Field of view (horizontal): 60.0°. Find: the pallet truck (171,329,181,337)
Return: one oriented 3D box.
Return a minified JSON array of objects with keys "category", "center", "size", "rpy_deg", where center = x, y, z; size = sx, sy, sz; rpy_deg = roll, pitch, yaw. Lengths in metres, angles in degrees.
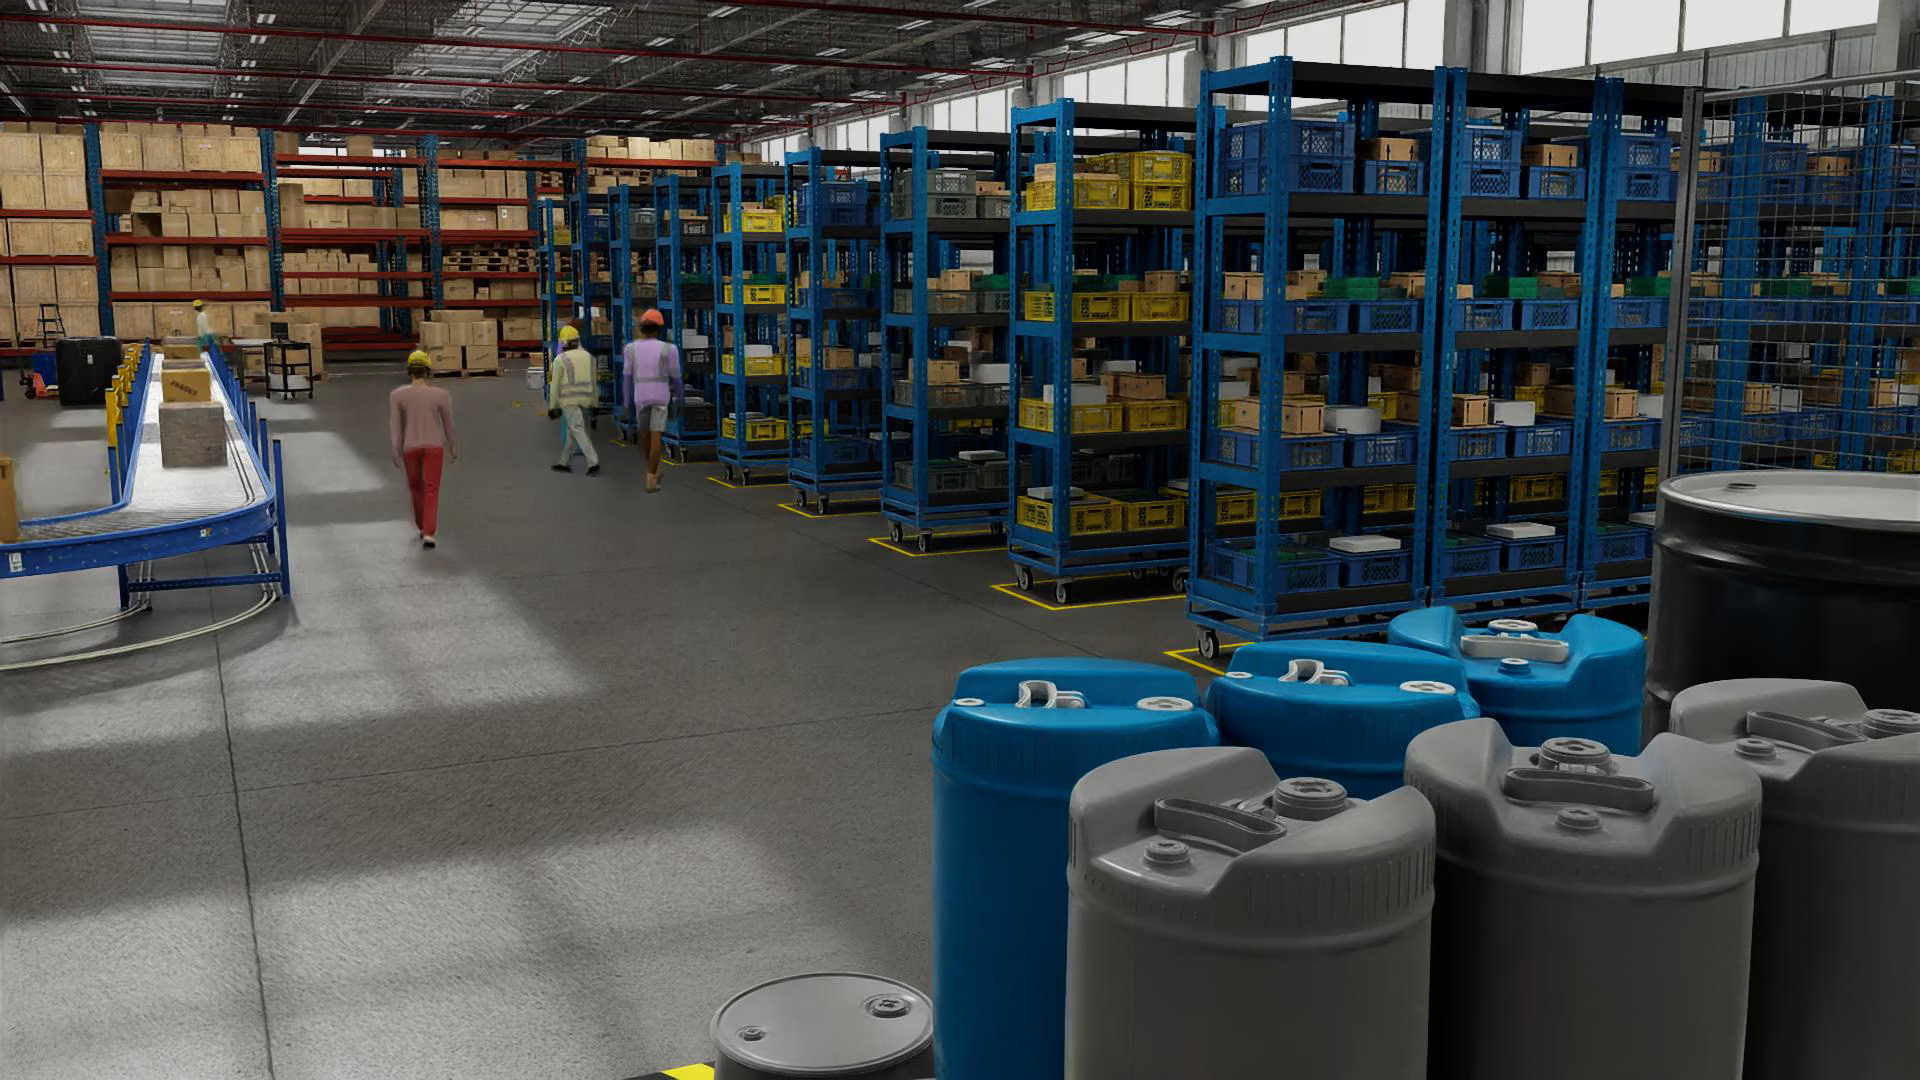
[{"category":"pallet truck","center":[-17.275,-3.851,35.096],"size":[1.601,1.201,0.680],"rpy_deg":[0,9,1]}]

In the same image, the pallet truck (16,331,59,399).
[{"category":"pallet truck","center":[-17.082,-3.353,31.781],"size":[1.630,1.274,0.653],"rpy_deg":[-4,10,-25]}]

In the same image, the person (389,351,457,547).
[{"category":"person","center":[-4.744,-0.811,14.720],"size":[0.542,1.721,0.916],"rpy_deg":[-2,9,-13]}]

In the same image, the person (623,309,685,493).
[{"category":"person","center":[-3.376,-1.550,18.454],"size":[0.640,1.987,1.026],"rpy_deg":[1,9,6]}]

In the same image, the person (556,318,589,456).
[{"category":"person","center":[-5.088,-1.985,21.749],"size":[0.601,1.813,0.385],"rpy_deg":[8,12,42]}]

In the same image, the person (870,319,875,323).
[{"category":"person","center":[-2.752,-6.912,51.913],"size":[0.653,1.944,1.000],"rpy_deg":[0,9,-2]}]

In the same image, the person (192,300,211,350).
[{"category":"person","center":[-19.177,-5.226,42.132],"size":[0.929,1.702,0.530],"rpy_deg":[-6,11,-33]}]

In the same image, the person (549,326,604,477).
[{"category":"person","center":[-4.546,-1.638,19.664],"size":[0.970,1.785,0.599],"rpy_deg":[7,11,36]}]
